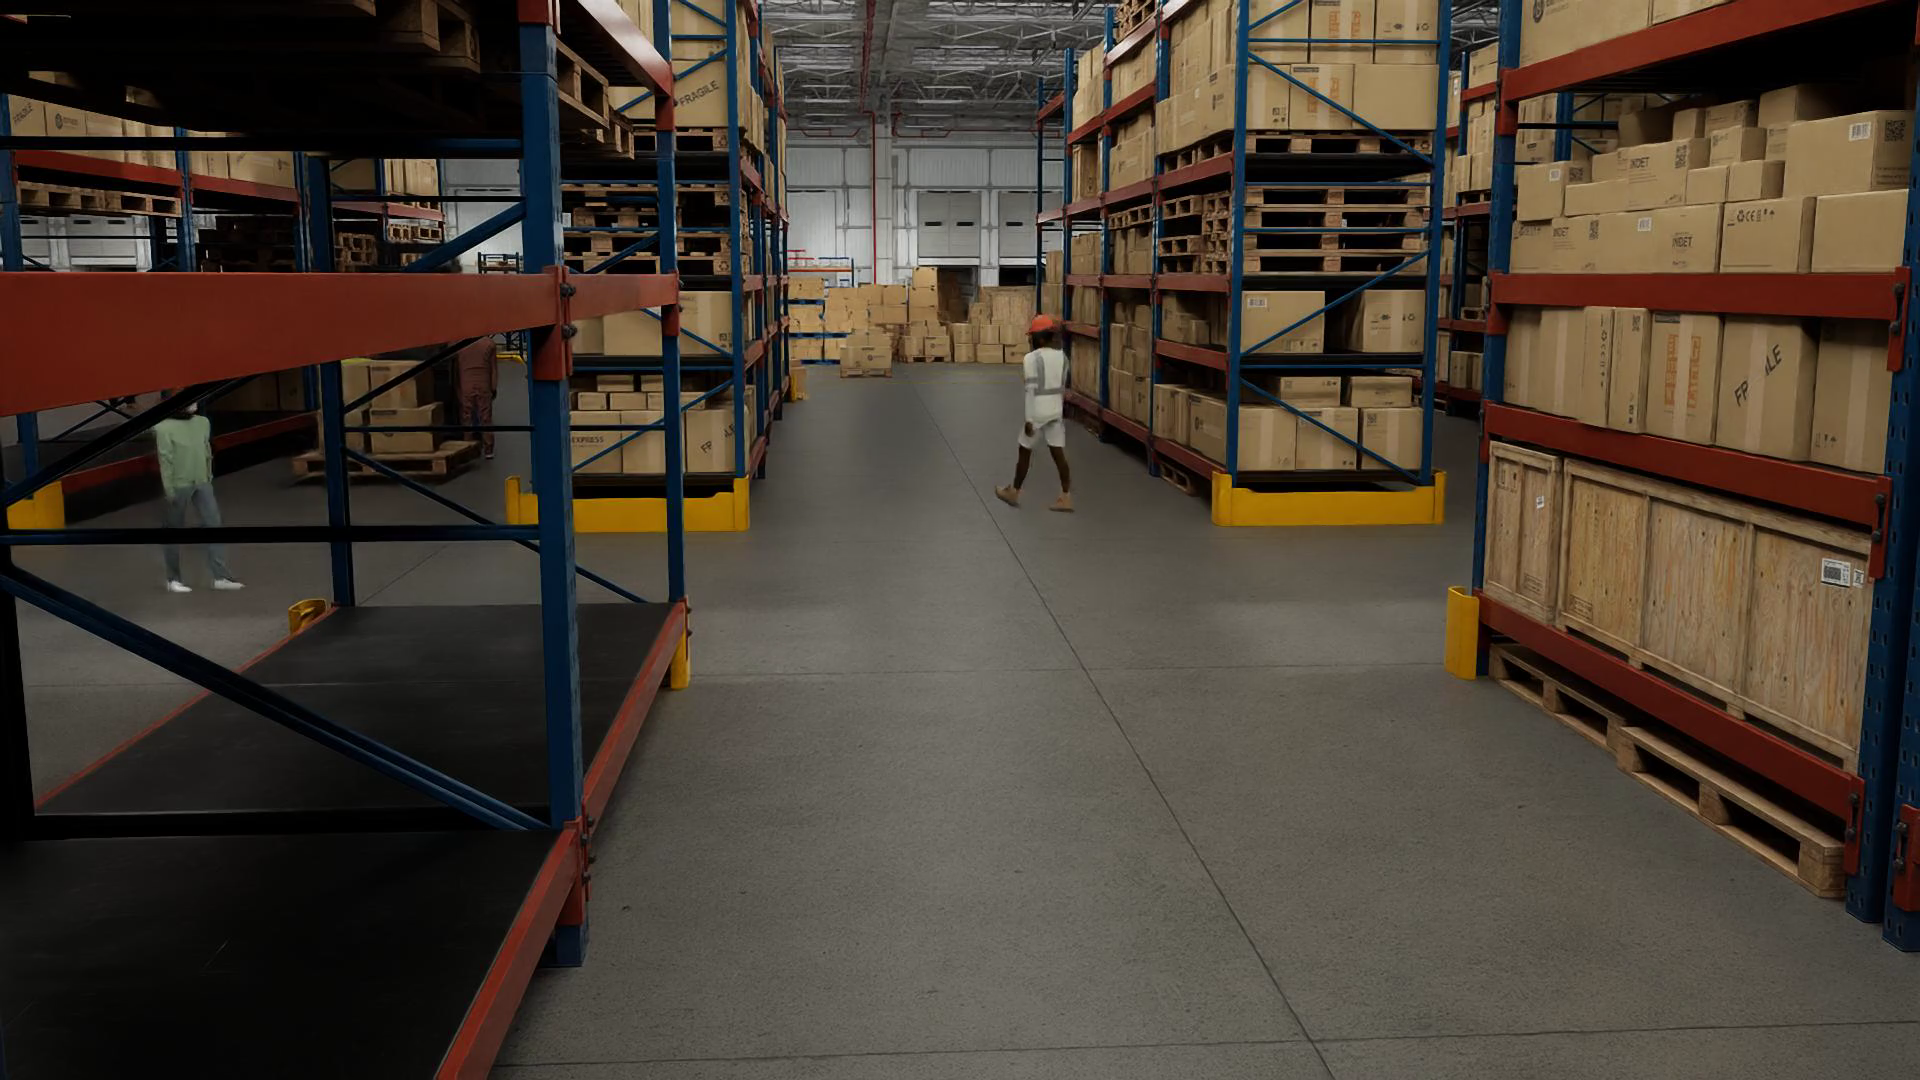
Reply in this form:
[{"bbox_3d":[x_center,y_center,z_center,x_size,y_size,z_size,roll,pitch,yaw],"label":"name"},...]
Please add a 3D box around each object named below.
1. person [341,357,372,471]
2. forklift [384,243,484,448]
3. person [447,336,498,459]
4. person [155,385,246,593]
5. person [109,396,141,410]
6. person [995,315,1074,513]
[{"bbox_3d":[-7.292,-1.626,20.045,0.541,1.695,0.315,-6,11,-33],"label":"person"},{"bbox_3d":[-7.023,-2.526,21.994,1.129,2.768,1.873,-1,9,-4],"label":"forklift"},{"bbox_3d":[-6.337,-1.988,21.643,0.647,1.913,0.409,-5,10,-29],"label":"person"},{"bbox_3d":[-5.746,-0.379,12.496,0.737,1.601,0.525,4,10,25],"label":"person"},{"bbox_3d":[-14.969,-3.334,29.693,0.539,2.000,0.689,4,10,25],"label":"person"},{"bbox_3d":[0.803,-1.292,17.028,0.643,1.988,1.021,-7,12,-39],"label":"person"}]
